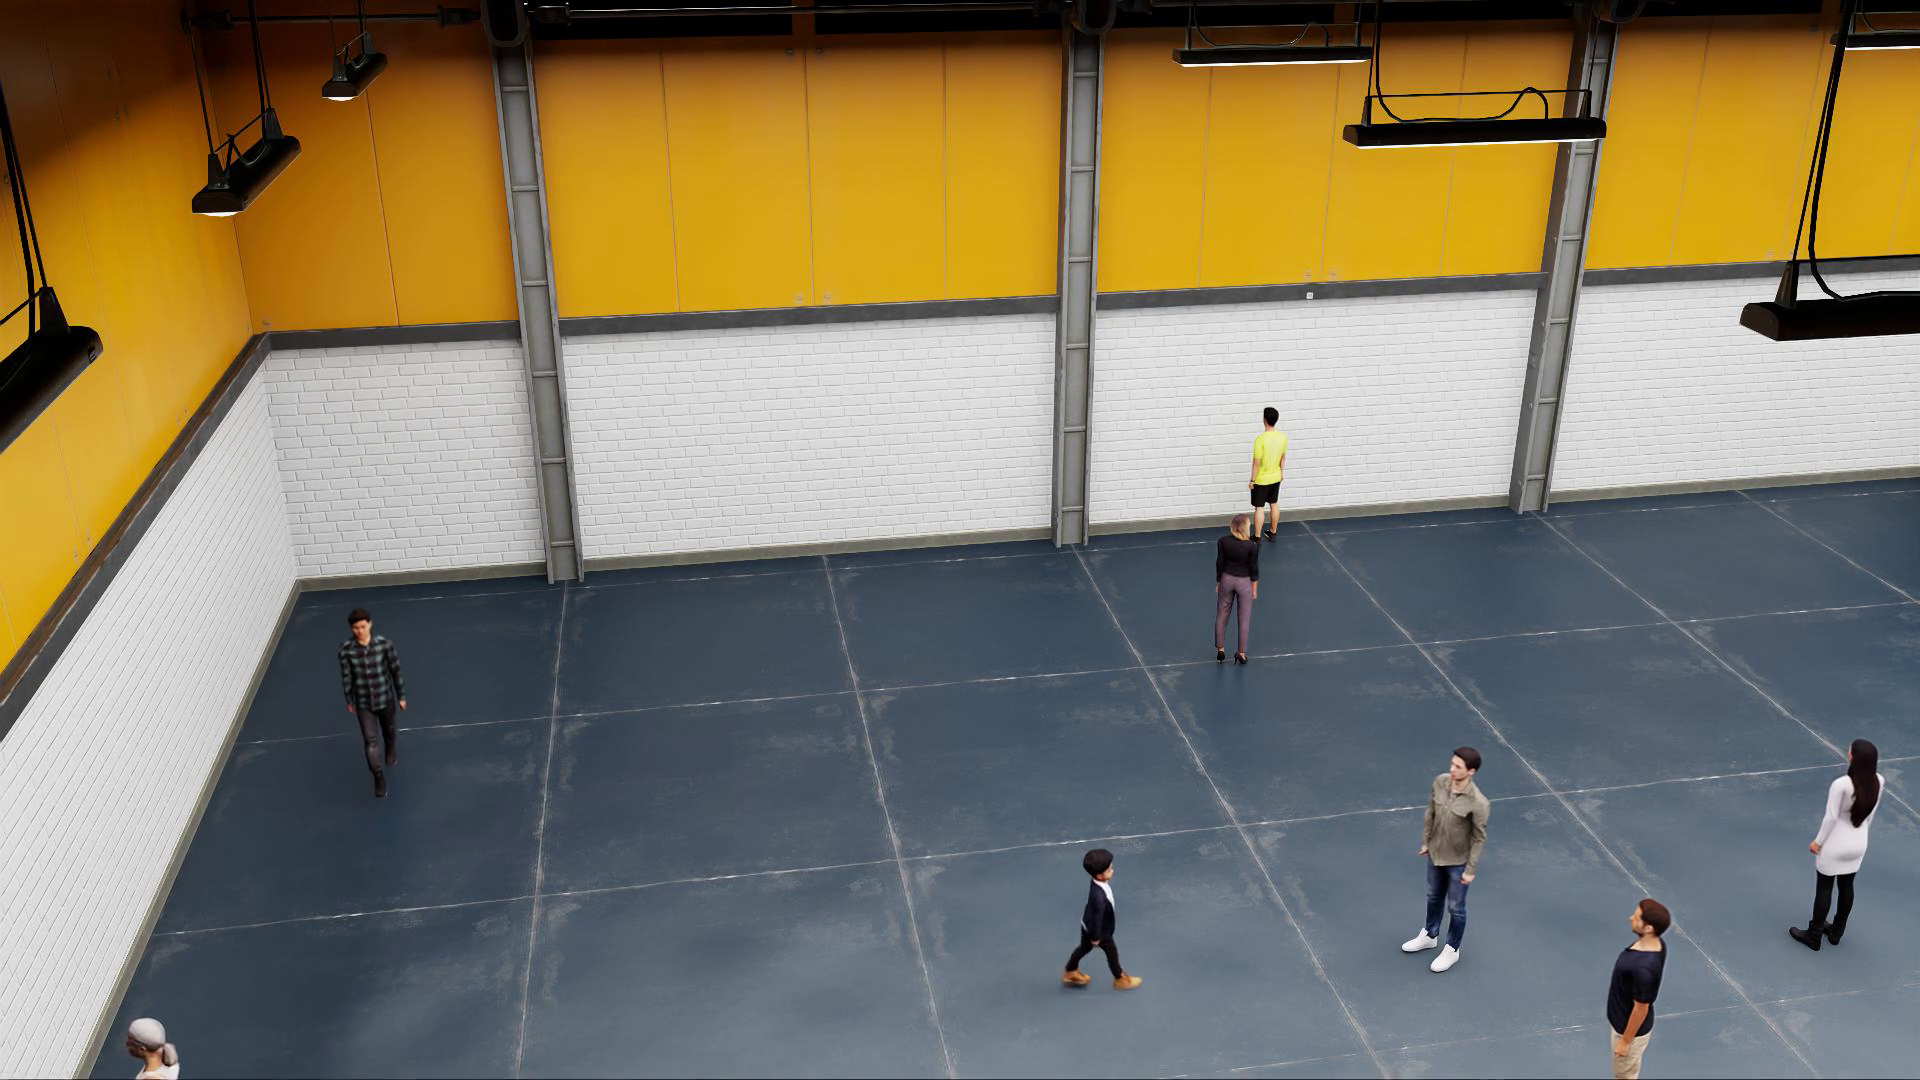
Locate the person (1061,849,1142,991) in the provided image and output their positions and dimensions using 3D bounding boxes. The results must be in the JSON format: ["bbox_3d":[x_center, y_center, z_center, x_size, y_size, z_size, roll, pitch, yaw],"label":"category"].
[{"bbox_3d":[0.970,2.828,12.342,0.845,1.197,0.582,0,24,0],"label":"person"}]

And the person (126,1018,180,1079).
[{"bbox_3d":[-4.722,3.574,10.004,0.528,1.703,0.612,-3,24,-7],"label":"person"}]

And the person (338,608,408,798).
[{"bbox_3d":[-5.197,1.345,14.779,1.065,1.690,0.840,-8,25,-17],"label":"person"}]

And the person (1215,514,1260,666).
[{"bbox_3d":[2.826,0.504,17.065,0.644,1.671,0.743,10,26,22],"label":"person"}]

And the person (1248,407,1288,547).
[{"bbox_3d":[3.684,-0.772,19.939,0.553,1.708,0.742,-11,26,-23],"label":"person"}]

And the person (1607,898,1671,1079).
[{"bbox_3d":[4.371,3.135,10.814,0.734,1.857,0.723,11,26,23],"label":"person"}]

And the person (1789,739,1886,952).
[{"bbox_3d":[6.752,2.327,12.725,0.477,1.808,0.678,-6,24,-13],"label":"person"}]

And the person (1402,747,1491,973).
[{"bbox_3d":[3.721,2.375,12.545,0.724,1.864,0.774,-13,27,-27],"label":"person"}]
